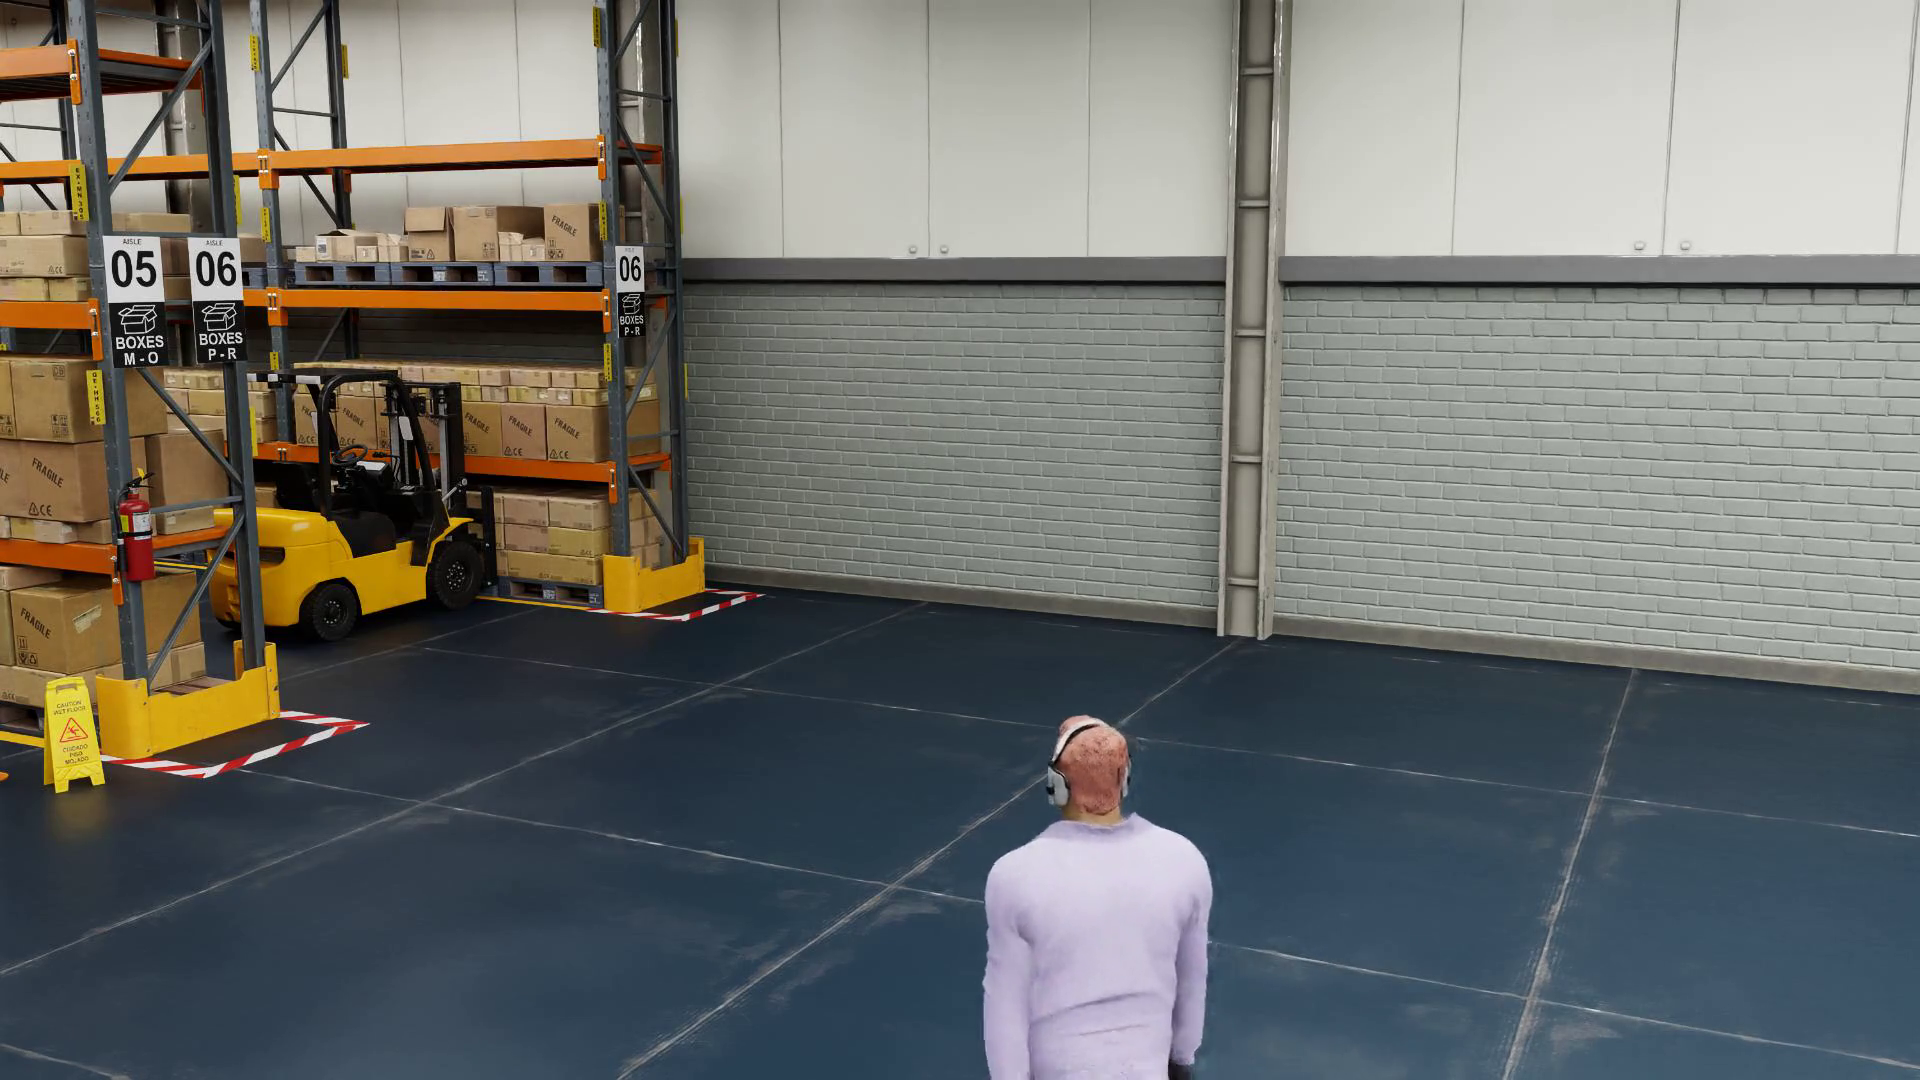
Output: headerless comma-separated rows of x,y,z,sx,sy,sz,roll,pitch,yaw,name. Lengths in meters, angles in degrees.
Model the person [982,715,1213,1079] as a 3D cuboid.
0.370,1.393,4.451,0.658,1.865,0.976,-3,10,-16,person
